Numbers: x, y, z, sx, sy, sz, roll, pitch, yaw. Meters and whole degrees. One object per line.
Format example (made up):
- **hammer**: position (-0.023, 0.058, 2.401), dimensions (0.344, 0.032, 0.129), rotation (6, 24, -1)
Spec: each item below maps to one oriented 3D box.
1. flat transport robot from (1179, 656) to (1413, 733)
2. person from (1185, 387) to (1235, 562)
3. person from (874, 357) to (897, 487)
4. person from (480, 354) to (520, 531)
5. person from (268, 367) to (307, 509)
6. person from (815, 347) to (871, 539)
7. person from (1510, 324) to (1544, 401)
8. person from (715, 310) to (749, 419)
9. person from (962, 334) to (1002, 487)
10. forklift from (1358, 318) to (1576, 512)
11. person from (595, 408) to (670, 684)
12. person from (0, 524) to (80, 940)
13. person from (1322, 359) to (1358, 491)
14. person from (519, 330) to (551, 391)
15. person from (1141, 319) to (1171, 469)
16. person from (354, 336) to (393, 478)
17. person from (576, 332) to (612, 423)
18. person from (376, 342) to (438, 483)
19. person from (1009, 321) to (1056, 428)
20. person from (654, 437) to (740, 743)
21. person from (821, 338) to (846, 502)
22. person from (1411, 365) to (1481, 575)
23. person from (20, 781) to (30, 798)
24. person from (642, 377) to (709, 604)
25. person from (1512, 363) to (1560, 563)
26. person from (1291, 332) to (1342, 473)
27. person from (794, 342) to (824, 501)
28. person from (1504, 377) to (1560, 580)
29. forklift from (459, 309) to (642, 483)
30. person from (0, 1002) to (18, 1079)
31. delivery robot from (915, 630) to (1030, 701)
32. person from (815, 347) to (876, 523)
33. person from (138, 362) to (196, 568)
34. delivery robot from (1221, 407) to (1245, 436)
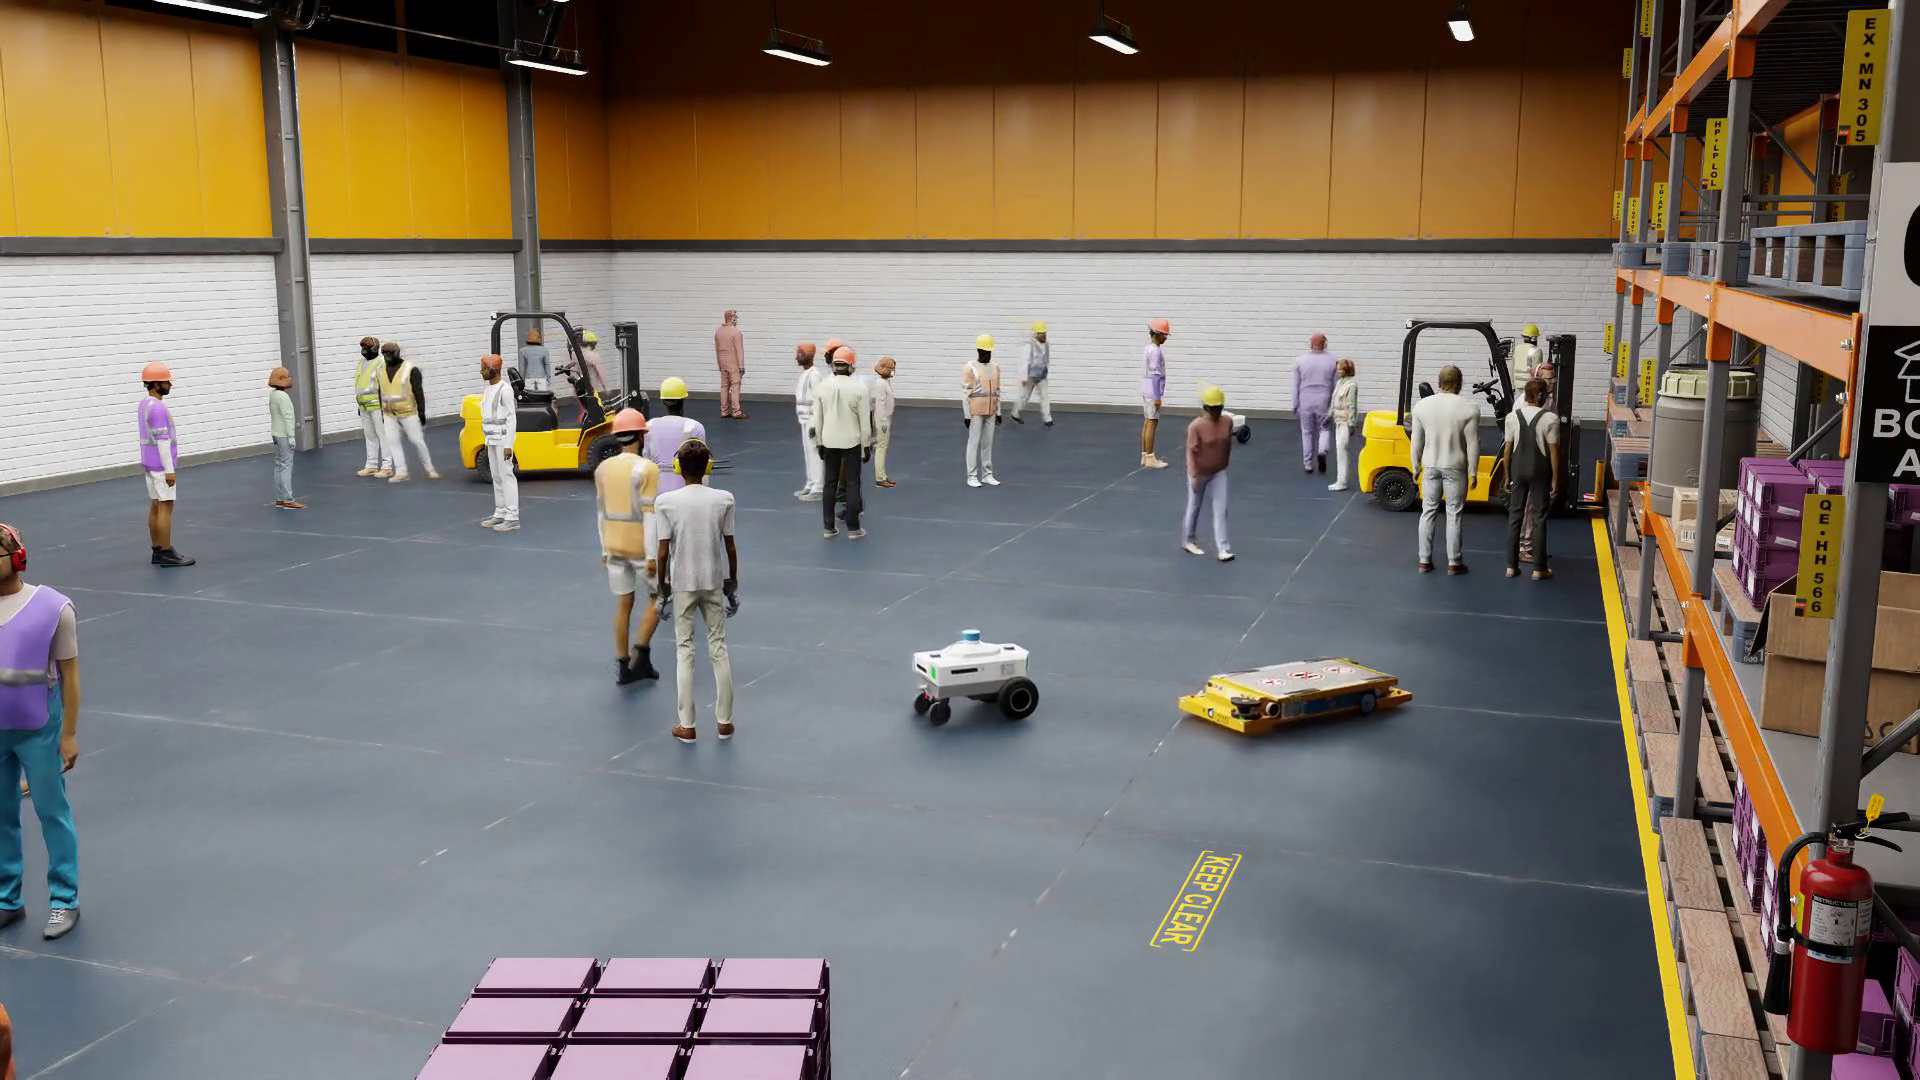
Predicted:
- **flat transport robot**: position (2.197, 0.988, 10.836), dimensions (1.431, 0.197, 0.652), rotation (-6, 12, -30)
- **person**: position (2.393, -0.634, 15.968), dimensions (0.532, 1.685, 0.963), rotation (-3, 11, -19)
- **person**: position (-0.939, -1.483, 20.915), dimensions (0.279, 1.633, 0.498), rotation (1, 10, 4)
- **person**: position (-4.911, -1.038, 17.707), dimensions (0.337, 1.882, 0.585), rotation (-8, 13, -38)
- **person**: position (-7.789, -1.176, 19.183), dimensions (0.280, 1.636, 0.502), rotation (-9, 13, -40)
- **person**: position (-1.202, -1.006, 17.260), dimensions (0.618, 1.986, 0.407), rotation (3, 11, 19)
- **person**: position (8.632, -2.358, 25.279), dimensions (0.403, 1.834, 0.589), rotation (-6, 11, -28)
- **person**: position (-3.977, -3.064, 29.053), dimensions (0.651, 1.907, 0.409), rotation (9, 13, 41)
- **person**: position (0.294, -1.620, 20.894), dimensions (0.580, 1.918, 0.390), rotation (-9, 13, -41)
- **forklift**: position (5.787, -1.437, 19.079), dimensions (2.313, 2.155, 1.214), rotation (3, 11, 19)
- **person**: position (-2.277, 0.044, 11.563), dimensions (0.565, 1.904, 0.490), rotation (5, 11, 28)
- **person**: position (-4.126, 0.830, 7.294), dimensions (0.564, 1.846, 0.390), rotation (0, 10, 1)
- **person**: position (4.752, -1.432, 20.628), dimensions (0.352, 1.636, 0.528), rotation (-1, 10, -5)
- **person**: position (-7.006, -2.639, 27.430), dimensions (0.507, 1.632, 0.265), rotation (-2, 10, -12)
- **person**: position (2.669, -1.993, 22.663), dimensions (0.404, 2.035, 0.608), rotation (0, 10, -1)
- **person**: position (-7.679, -1.738, 21.771), dimensions (0.627, 1.844, 0.429), rotation (6, 12, 32)
- **person**: position (-5.584, -2.299, 25.278), dimensions (0.872, 1.721, 0.532), rotation (-10, 14, -43)
- **person**: position (-7.135, -1.647, 21.376), dimensions (0.659, 1.811, 0.631), rotation (2, 10, 14)
- **person**: position (1.210, -2.771, 27.785), dimensions (0.598, 1.785, 0.952), rotation (-9, 13, -41)
- **person**: position (-1.611, 0.306, 10.176), dimensions (0.523, 1.870, 0.317), rotation (-3, 11, -19)
- **person**: position (-1.461, -1.416, 19.672), dimensions (0.347, 1.943, 0.544), rotation (1, 10, 3)
- **person**: position (4.469, -0.643, 15.334), dimensions (0.633, 1.936, 0.355), rotation (7, 12, 33)
- **person**: position (-5.387, 0.464, 9.092), dimensions (0.632, 1.940, 0.372), rotation (9, 13, 41)
- **person**: position (-2.382, -0.405, 14.011), dimensions (0.588, 1.930, 0.358), rotation (2, 10, 14)
- **person**: position (5.543, -0.743, 15.981), dimensions (0.401, 1.910, 0.640), rotation (9, 14, 42)
- **person**: position (4.706, -1.804, 21.990), dimensions (0.666, 1.892, 0.492), rotation (2, 10, 12)
- **person**: position (-1.787, -1.411, 19.805), dimensions (0.337, 1.883, 0.584), rotation (-3, 11, -17)
- **person**: position (5.194, -0.556, 15.123), dimensions (0.506, 1.839, 0.343), rotation (8, 13, 37)
- **forklift**: position (-5.354, -1.902, 21.697), dimensions (2.313, 2.155, 1.214), rotation (-2, 10, -13)
- **person**: position (-2.296, 1.557, 3.625), dimensions (0.322, 1.694, 0.536), rotation (6, 12, 31)
- **delivery robot**: position (0.077, 0.822, 10.708), dimensions (0.707, 0.478, 0.477), rotation (-4, 11, -22)
- **person**: position (-1.309, -1.152, 18.234), dimensions (0.610, 1.914, 0.947), rotation (6, 12, 30)
- **person**: position (-7.532, -0.711, 15.714), dimensions (0.358, 1.938, 0.542), rotation (-9, 13, -40)
- **delivery robot**: position (4.027, -1.791, 25.424), dimensions (0.707, 0.478, 0.477), rotation (-9, 13, -40)
